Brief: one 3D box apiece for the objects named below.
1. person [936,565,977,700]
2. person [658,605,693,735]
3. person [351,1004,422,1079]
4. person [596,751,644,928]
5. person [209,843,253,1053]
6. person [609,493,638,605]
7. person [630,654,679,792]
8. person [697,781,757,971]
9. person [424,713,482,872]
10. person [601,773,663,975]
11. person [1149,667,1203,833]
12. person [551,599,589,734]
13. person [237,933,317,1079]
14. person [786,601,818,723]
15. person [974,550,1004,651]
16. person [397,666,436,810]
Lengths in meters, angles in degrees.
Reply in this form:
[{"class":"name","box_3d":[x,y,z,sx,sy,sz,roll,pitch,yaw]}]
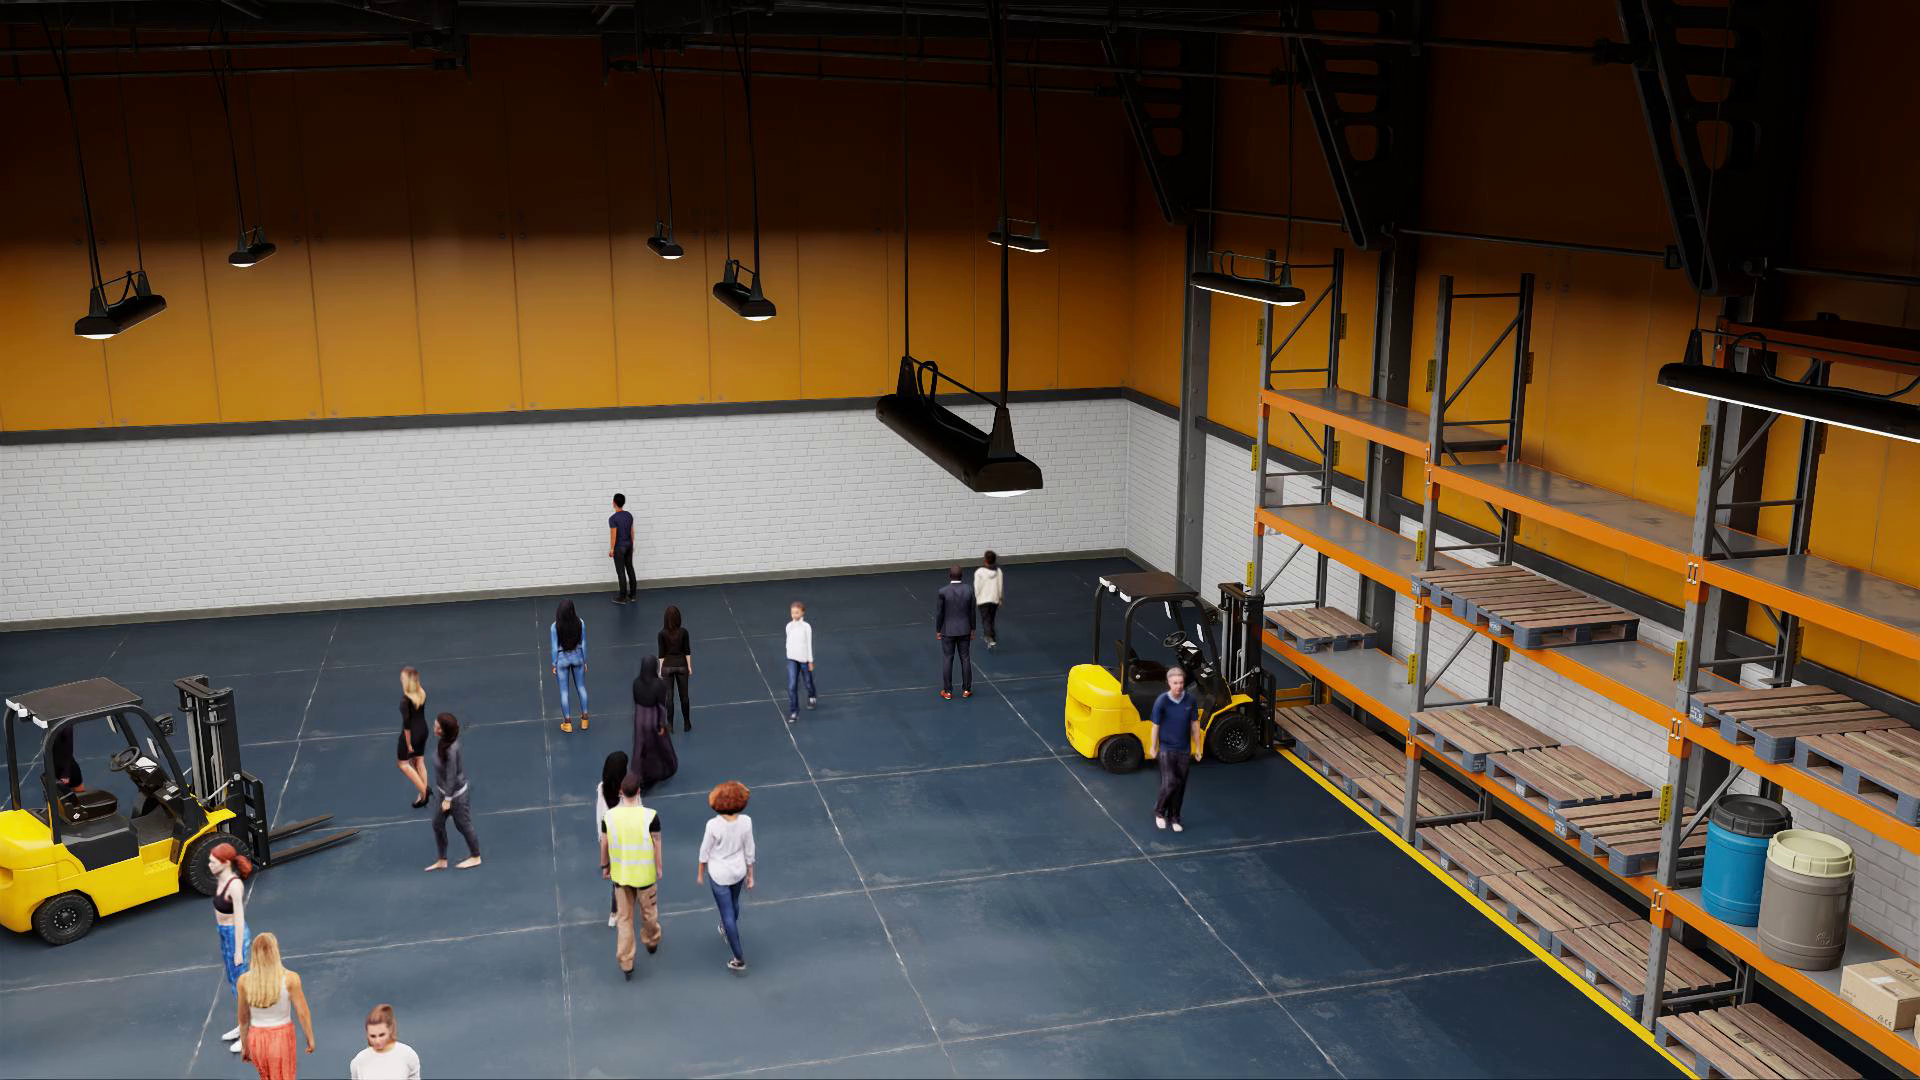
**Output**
[{"class":"person","box_3d":[-0.054,1.218,22.202,0.719,1.824,0.612,-2,14,-9]},{"class":"person","box_3d":[-3.587,1.620,20.928,0.574,1.642,0.506,-5,14,-18]},{"class":"person","box_3d":[-3.838,3.938,11.187,0.627,1.721,0.535,-3,14,-10]},{"class":"person","box_3d":[-3.274,2.851,15.777,0.918,1.675,0.995,7,15,27]},{"class":"person","box_3d":[-5.937,3.315,13.634,0.716,1.780,0.614,-10,17,-36]},{"class":"person","box_3d":[-5.426,0.125,26.782,0.746,1.793,0.721,10,17,36]},{"class":"person","box_3d":[-3.594,2.101,19.026,0.987,1.603,1.193,4,14,16]},{"class":"person","box_3d":[-2.065,3.041,14.981,0.843,1.679,1.183,-8,16,-29]},{"class":"person","box_3d":[-5.118,2.543,16.917,0.886,1.737,0.864,-8,16,-29]},{"class":"person","box_3d":[-2.932,2.995,14.868,0.839,1.822,1.078,-1,14,-4]},{"class":"person","box_3d":[2.270,2.232,17.945,0.673,1.856,0.617,-4,14,-17]},{"class":"person","box_3d":[-4.919,1.571,20.982,0.639,1.712,0.580,-7,15,-26]},{"class":"person","box_3d":[-4.977,3.714,11.966,0.778,1.791,0.903,0,14,1]},{"class":"person","box_3d":[-2.039,1.539,21.505,0.819,1.529,1.092,2,14,10]},{"class":"person","box_3d":[0.429,0.897,24.353,0.644,1.437,0.982,-5,15,-21]},{"class":"person","box_3d":[-5.983,2.213,18.434,0.766,1.665,0.707,5,14,19]}]
